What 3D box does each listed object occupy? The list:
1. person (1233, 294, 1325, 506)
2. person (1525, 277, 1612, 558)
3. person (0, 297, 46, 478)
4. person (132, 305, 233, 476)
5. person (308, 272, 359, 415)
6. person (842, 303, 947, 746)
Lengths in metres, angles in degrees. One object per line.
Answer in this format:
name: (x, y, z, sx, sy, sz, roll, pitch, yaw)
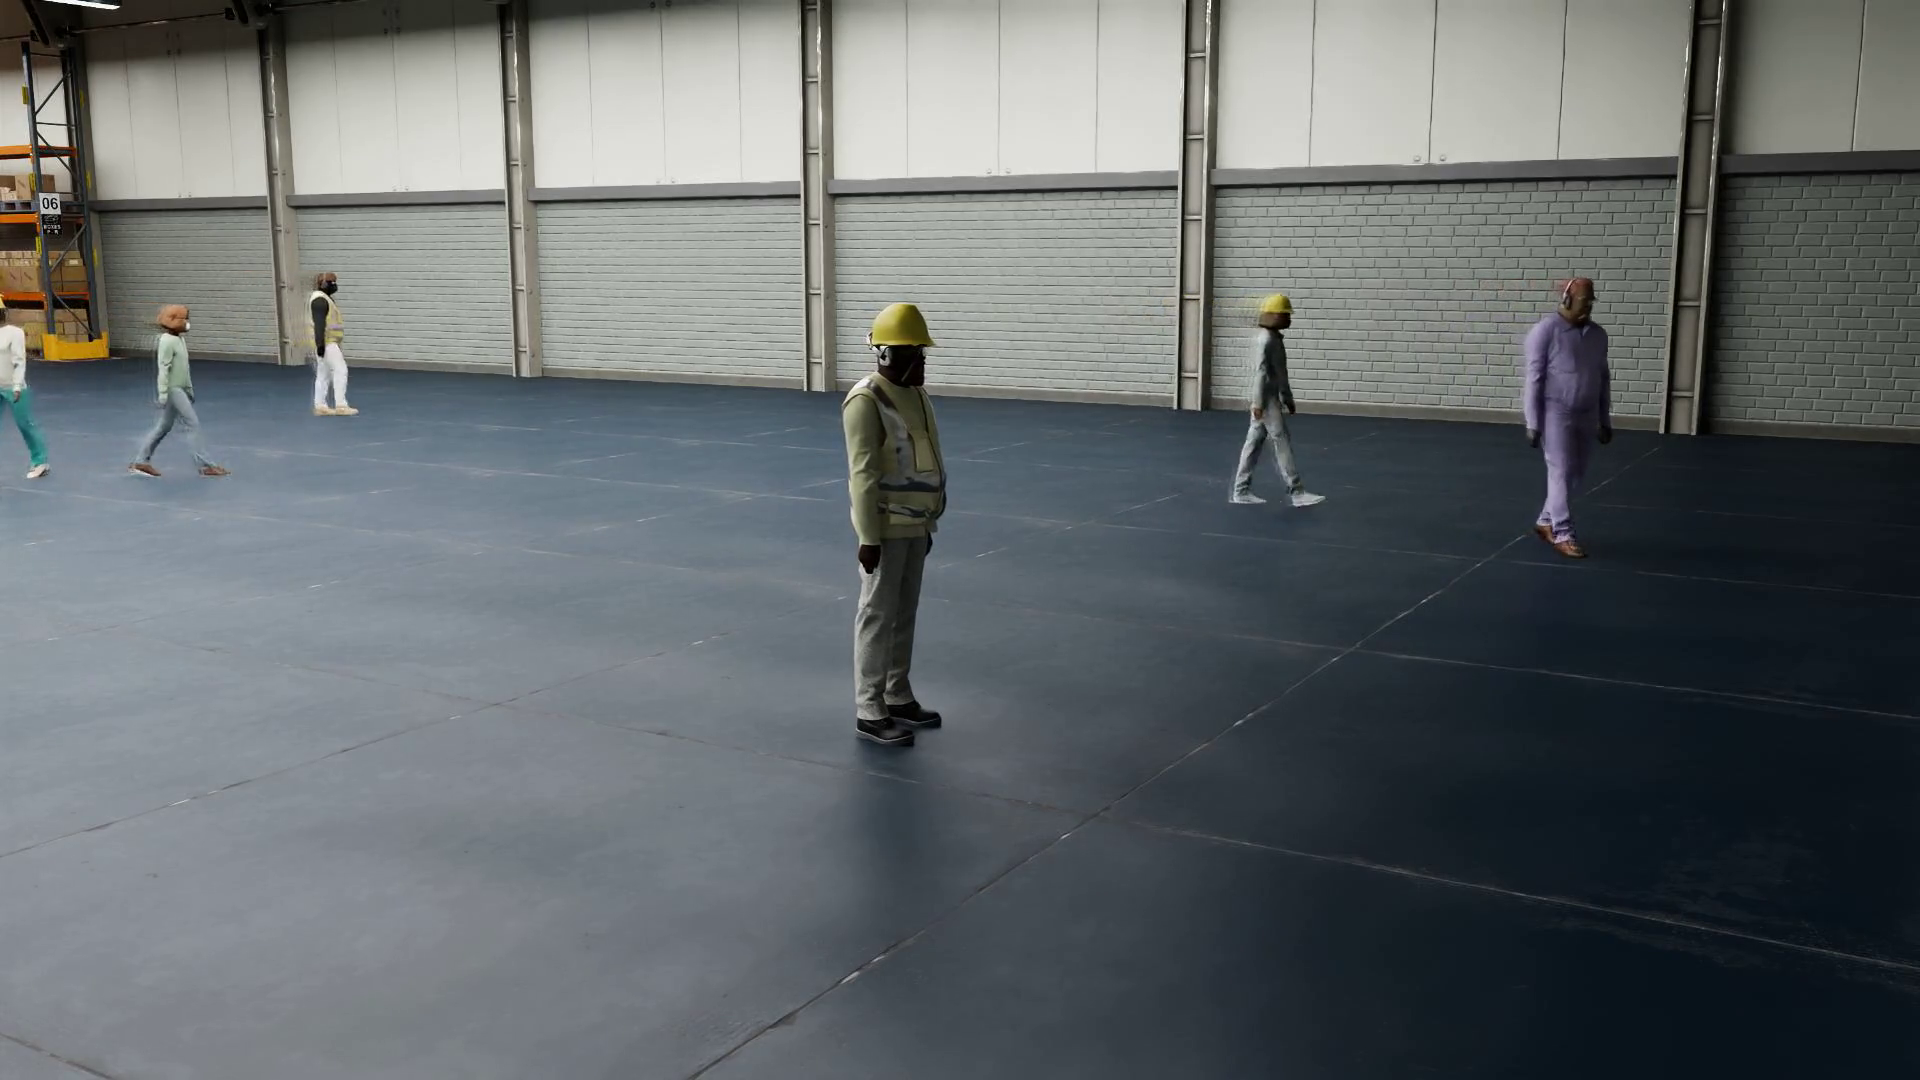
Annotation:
person: (2.602, -1.115, 13.419, 0.834, 1.705, 0.507, 3, 10, 19)
person: (4.194, -0.851, 11.426, 0.671, 1.912, 0.655, -4, 10, -21)
person: (-8.565, -1.364, 14.880, 0.527, 1.719, 0.939, 0, 10, 0)
person: (-7.209, -1.357, 15.230, 0.869, 1.587, 0.505, -2, 10, -13)
person: (-7.923, -2.480, 21.096, 0.703, 1.818, 0.663, -2, 10, -14)
person: (-0.260, -0.073, 6.979, 0.403, 1.830, 0.601, 4, 10, 22)
